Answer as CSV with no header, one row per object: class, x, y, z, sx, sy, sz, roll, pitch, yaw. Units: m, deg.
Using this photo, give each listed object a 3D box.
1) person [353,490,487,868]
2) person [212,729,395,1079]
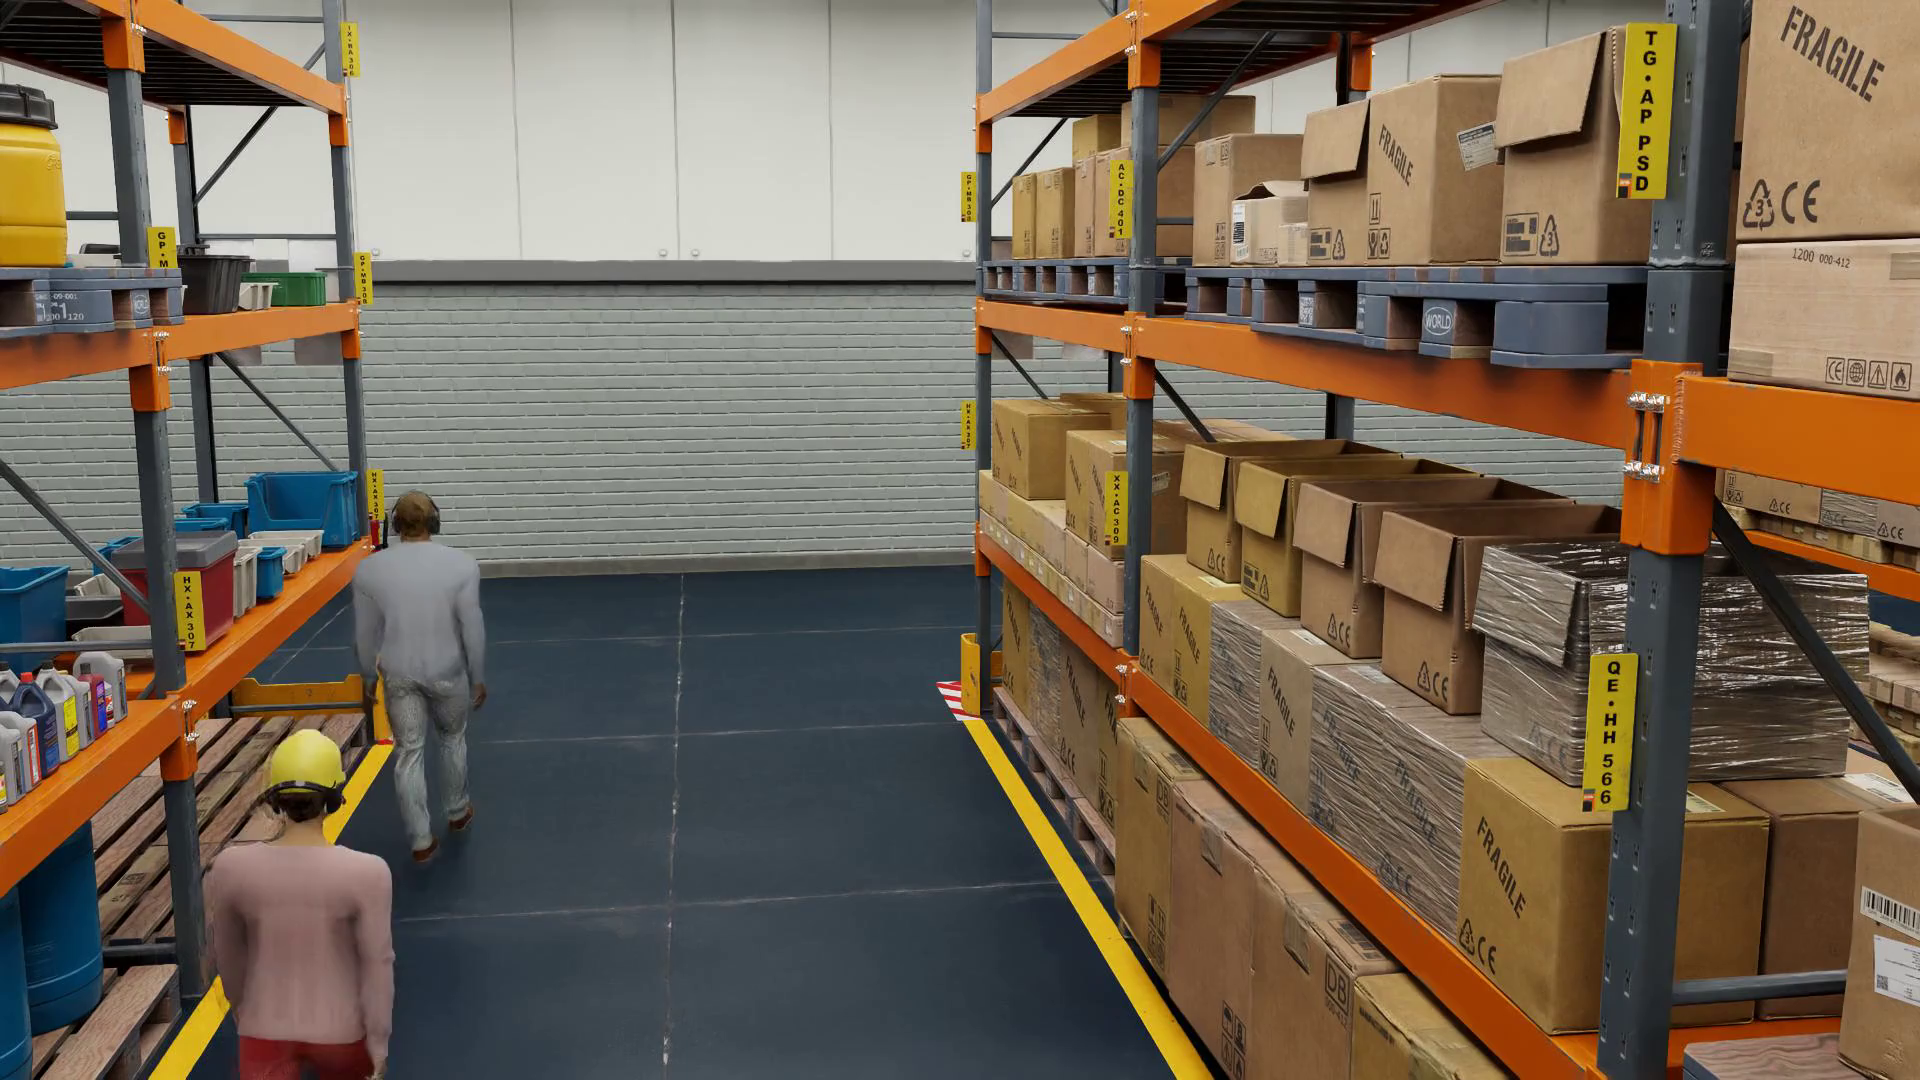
person,-2.792,0.680,8.689,0.655,1.910,0.861,-2,9,-11
person,-1.895,1.408,4.800,0.536,1.723,0.915,-1,9,-6
